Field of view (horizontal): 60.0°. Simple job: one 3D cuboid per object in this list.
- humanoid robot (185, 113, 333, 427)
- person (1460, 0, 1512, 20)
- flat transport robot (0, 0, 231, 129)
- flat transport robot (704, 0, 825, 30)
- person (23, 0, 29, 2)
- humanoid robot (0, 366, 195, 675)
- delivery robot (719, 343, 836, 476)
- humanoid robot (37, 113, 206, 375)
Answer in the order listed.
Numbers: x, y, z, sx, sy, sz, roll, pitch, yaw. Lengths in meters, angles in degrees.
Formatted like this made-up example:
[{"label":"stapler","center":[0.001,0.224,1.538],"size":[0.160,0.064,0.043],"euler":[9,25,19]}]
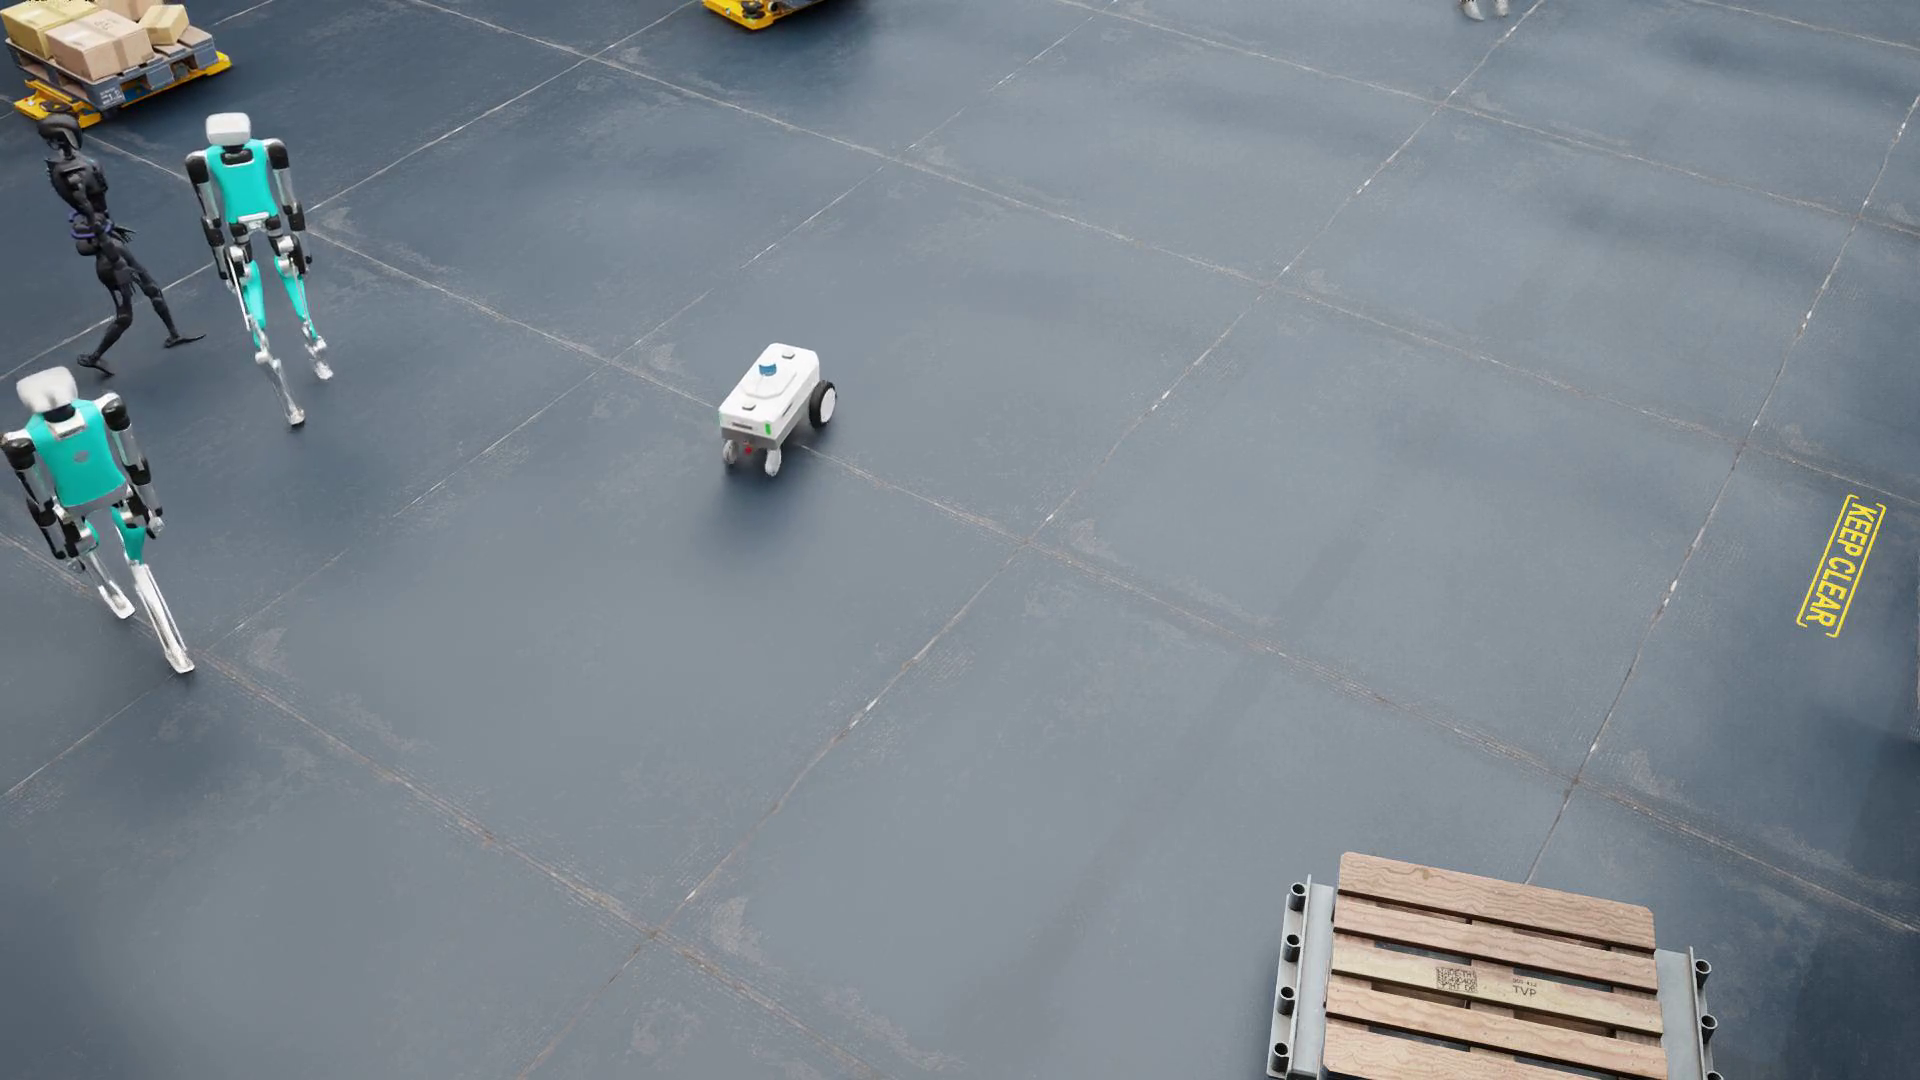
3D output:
[{"label":"humanoid robot","center":[-3.848,-1.448,9.332],"size":[0.560,1.789,0.871],"euler":[-18,45,-19]},{"label":"person","center":[4.415,-5.170,13.317],"size":[0.555,1.935,0.453],"euler":[-5,42,-6]},{"label":"flat transport robot","center":[-6.414,-3.540,12.740],"size":[0.659,0.231,1.431],"euler":[27,48,27]},{"label":"flat transport robot","center":[-1.396,-4.689,14.027],"size":[1.431,0.231,0.659],"euler":[-33,51,-31]},{"label":"person","center":[-7.107,-4.475,12.603],"size":[0.385,1.845,0.569],"euler":[2,42,2]},{"label":"humanoid robot","center":[-4.135,-0.169,7.896],"size":[0.531,1.760,1.013],"euler":[-31,50,-30]},{"label":"delivery robot","center":[-1.065,-0.784,9.451],"size":[0.499,0.606,0.807],"euler":[14,44,15]},{"label":"humanoid robot","center":[-4.990,-1.724,9.683],"size":[0.728,1.638,0.609],"euler":[-18,45,-19]}]
